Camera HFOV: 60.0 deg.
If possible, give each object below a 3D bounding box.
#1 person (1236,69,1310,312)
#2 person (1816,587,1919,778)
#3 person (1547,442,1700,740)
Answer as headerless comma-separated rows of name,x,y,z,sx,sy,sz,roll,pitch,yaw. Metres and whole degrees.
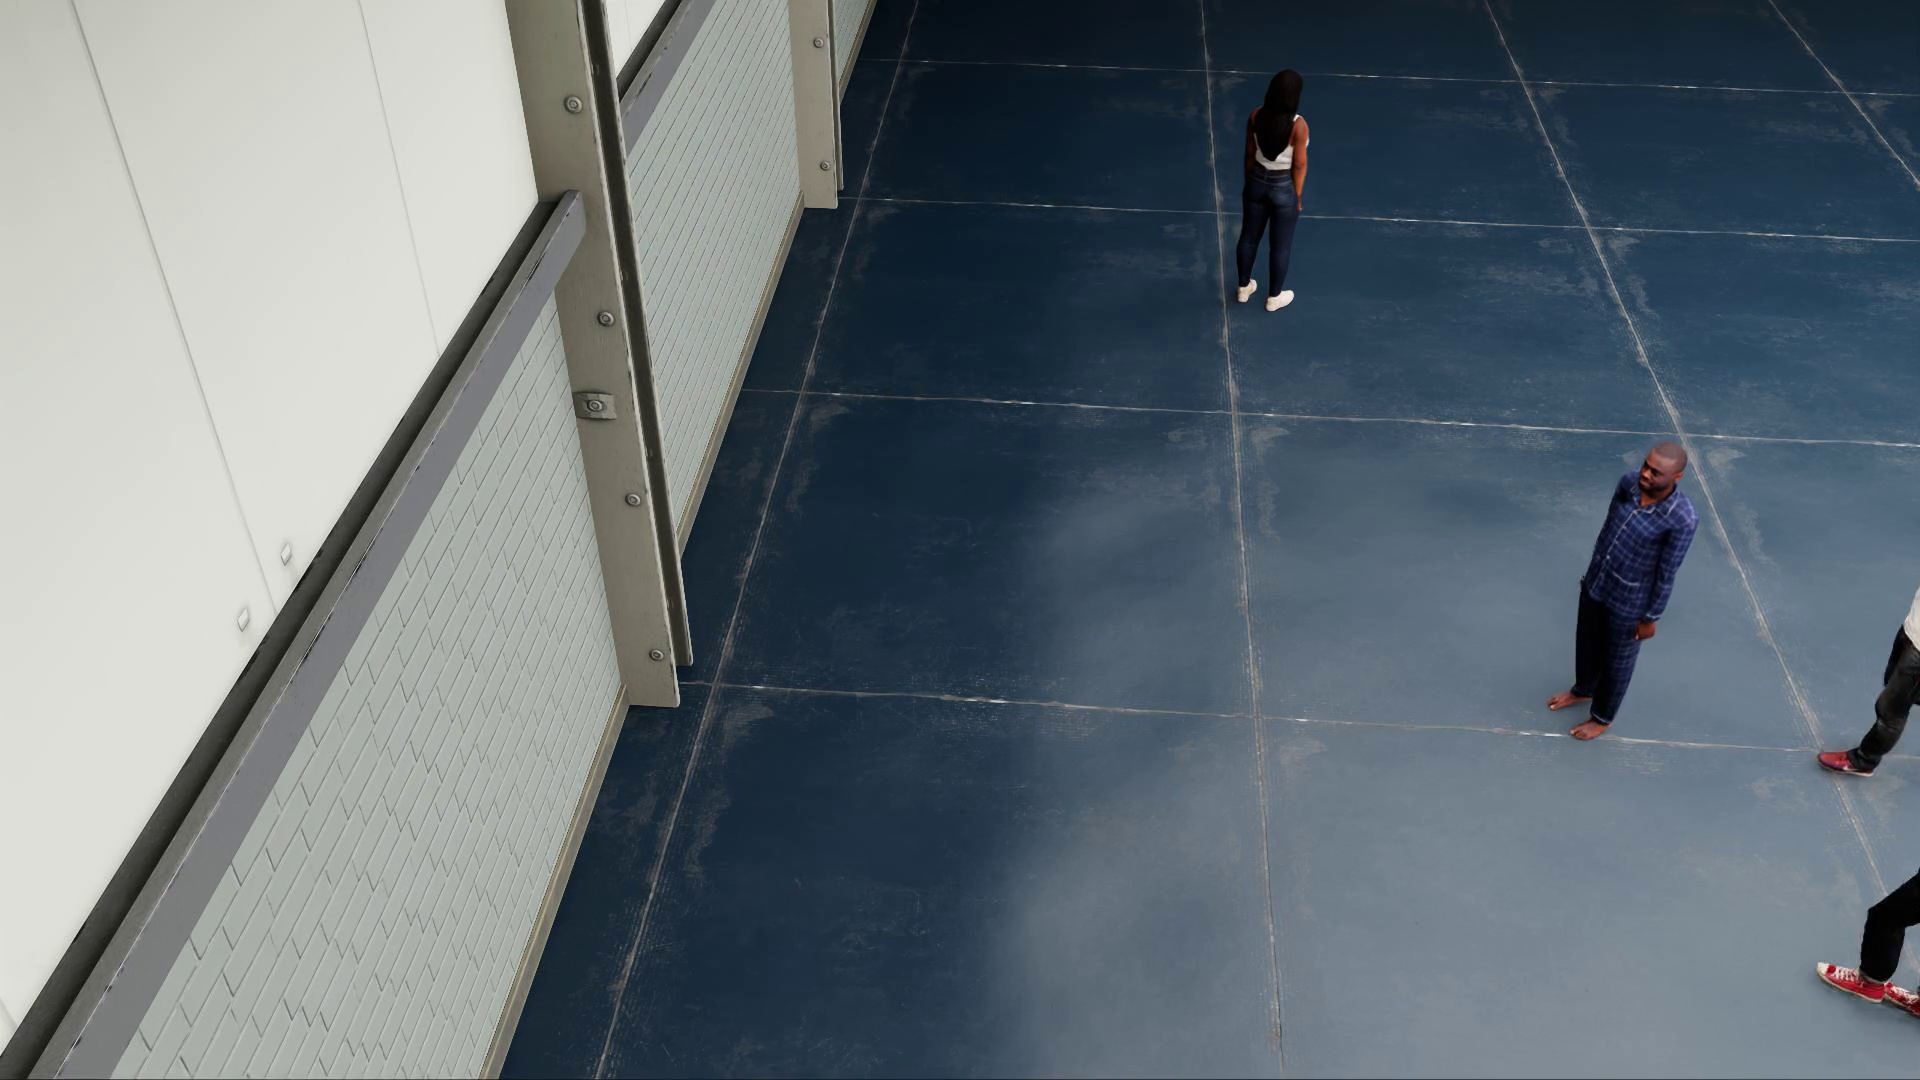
person,2.270,-2.539,12.091,0.742,1.810,0.773,26,45,30
person,4.890,0.519,8.200,0.774,1.788,0.958,7,39,9
person,3.412,0.246,8.522,0.824,1.821,0.689,-12,40,-15
